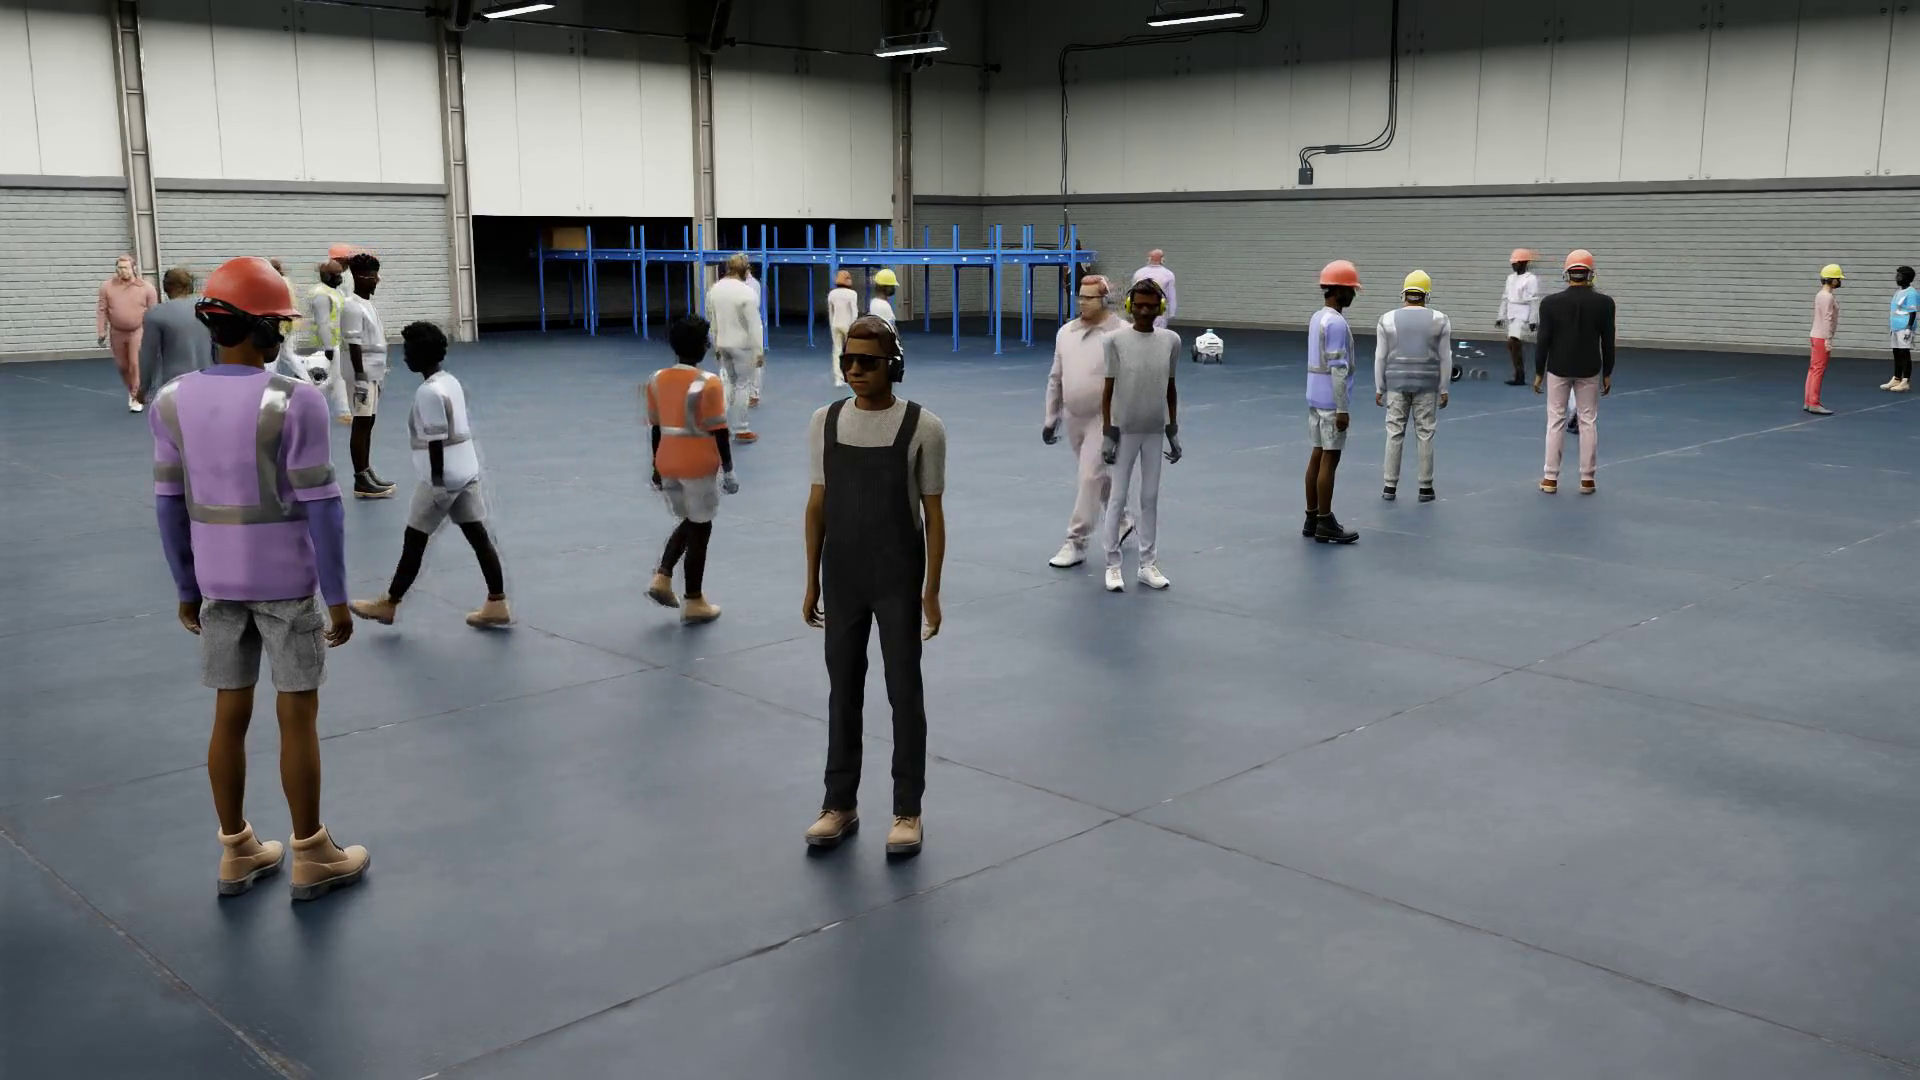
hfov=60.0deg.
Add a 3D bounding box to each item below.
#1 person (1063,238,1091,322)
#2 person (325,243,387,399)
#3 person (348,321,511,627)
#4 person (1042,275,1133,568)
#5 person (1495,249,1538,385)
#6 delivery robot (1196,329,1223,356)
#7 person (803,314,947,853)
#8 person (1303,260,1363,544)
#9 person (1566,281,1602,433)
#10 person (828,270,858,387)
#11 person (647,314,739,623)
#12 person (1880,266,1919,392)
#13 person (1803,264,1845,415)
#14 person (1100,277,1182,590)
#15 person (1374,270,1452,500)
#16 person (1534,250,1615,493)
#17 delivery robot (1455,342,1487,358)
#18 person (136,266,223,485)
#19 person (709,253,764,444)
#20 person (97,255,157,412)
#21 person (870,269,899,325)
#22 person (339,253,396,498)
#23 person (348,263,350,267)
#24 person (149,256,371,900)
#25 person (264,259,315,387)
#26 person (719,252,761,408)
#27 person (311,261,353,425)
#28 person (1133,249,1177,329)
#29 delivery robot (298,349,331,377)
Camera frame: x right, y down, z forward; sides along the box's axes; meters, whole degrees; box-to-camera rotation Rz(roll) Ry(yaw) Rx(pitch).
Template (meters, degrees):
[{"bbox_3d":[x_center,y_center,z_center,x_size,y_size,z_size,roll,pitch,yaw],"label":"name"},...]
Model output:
[{"bbox_3d":[2.827,-6.315,40.581,0.674,2.000,0.535,-1,10,-6],"label":"person"},{"bbox_3d":[-7.873,-2.847,21.634,0.654,2.020,0.614,-6,12,-32],"label":"person"},{"bbox_3d":[-2.859,-0.338,8.900,0.890,1.651,0.544,1,10,3],"label":"person"},{"bbox_3d":[0.891,-0.807,10.929,0.646,1.868,0.988,9,14,41],"label":"person"},{"bbox_3d":[7.846,-3.153,23.561,0.589,1.917,0.553,-3,11,-15],"label":"person"},{"bbox_3d":[4.177,-3.286,27.860,0.477,0.478,0.707,0,10,-2],"label":"delivery robot"},{"bbox_3d":[-0.298,0.156,5.709,0.504,1.847,0.344,3,11,16],"label":"person"},{"bbox_3d":[2.594,-0.965,11.571,0.353,1.939,0.544,-1,10,-5],"label":"person"},{"bbox_3d":[6.592,-2.003,17.730,0.546,1.750,0.485,-1,10,-5],"label":"person"},{"bbox_3d":[-1.581,-2.966,23.328,0.523,1.613,0.557,6,12,31],"label":"person"},{"bbox_3d":[-1.462,-0.387,9.103,0.540,1.685,0.365,9,14,40],"label":"person"},{"bbox_3d":[12.824,-2.876,22.643,0.317,1.697,0.540,1,10,6],"label":"person"},{"bbox_3d":[10.305,-2.391,19.816,0.311,1.768,0.532,3,11,16],"label":"person"},{"bbox_3d":[1.094,-0.636,9.982,0.517,1.864,0.334,-3,11,-15],"label":"person"},{"bbox_3d":[3.635,-1.241,13.360,0.599,1.832,0.404,3,11,17],"label":"person"},{"bbox_3d":[5.067,-1.391,13.742,0.623,1.989,0.400,2,11,13],"label":"person"},{"bbox_3d":[7.399,-2.799,24.488,0.698,0.223,0.335,-2,10,-11],"label":"delivery robot"},{"bbox_3d":[-6.148,-1.223,13.184,1.071,1.876,0.632,6,12,28],"label":"person"},{"bbox_3d":[-2.252,-1.949,16.958,0.658,1.928,0.425,8,13,38],"label":"person"},{"bbox_3d":[-10.084,-2.520,20.222,0.653,1.881,0.836,-2,11,-13],"label":"person"},{"bbox_3d":[-0.843,-1.997,17.672,0.492,1.752,0.546,-4,11,-19],"label":"person"},{"bbox_3d":[-4.856,-1.347,13.581,0.374,1.963,0.607,-2,11,-9],"label":"person"},{"bbox_3d":[-10.622,-4.107,28.703,0.649,1.935,0.433,2,11,11],"label":"person"},{"bbox_3d":[-2.228,0.126,5.333,0.616,2.041,0.378,2,11,12],"label":"person"},{"bbox_3d":[-9.081,-2.844,22.237,0.782,1.793,0.691,-2,11,-9],"label":"person"},{"bbox_3d":[-2.743,-2.541,20.273,0.644,1.892,0.970,6,12,30],"label":"person"},{"bbox_3d":[-7.050,-2.209,18.649,0.630,1.829,0.641,-1,10,-6],"label":"person"},{"bbox_3d":[2.976,-3.466,25.320,0.679,1.891,0.430,4,11,21],"label":"person"},{"bbox_3d":[-9.050,-2.528,23.727,0.477,0.478,0.707,10,14,43],"label":"delivery robot"}]
